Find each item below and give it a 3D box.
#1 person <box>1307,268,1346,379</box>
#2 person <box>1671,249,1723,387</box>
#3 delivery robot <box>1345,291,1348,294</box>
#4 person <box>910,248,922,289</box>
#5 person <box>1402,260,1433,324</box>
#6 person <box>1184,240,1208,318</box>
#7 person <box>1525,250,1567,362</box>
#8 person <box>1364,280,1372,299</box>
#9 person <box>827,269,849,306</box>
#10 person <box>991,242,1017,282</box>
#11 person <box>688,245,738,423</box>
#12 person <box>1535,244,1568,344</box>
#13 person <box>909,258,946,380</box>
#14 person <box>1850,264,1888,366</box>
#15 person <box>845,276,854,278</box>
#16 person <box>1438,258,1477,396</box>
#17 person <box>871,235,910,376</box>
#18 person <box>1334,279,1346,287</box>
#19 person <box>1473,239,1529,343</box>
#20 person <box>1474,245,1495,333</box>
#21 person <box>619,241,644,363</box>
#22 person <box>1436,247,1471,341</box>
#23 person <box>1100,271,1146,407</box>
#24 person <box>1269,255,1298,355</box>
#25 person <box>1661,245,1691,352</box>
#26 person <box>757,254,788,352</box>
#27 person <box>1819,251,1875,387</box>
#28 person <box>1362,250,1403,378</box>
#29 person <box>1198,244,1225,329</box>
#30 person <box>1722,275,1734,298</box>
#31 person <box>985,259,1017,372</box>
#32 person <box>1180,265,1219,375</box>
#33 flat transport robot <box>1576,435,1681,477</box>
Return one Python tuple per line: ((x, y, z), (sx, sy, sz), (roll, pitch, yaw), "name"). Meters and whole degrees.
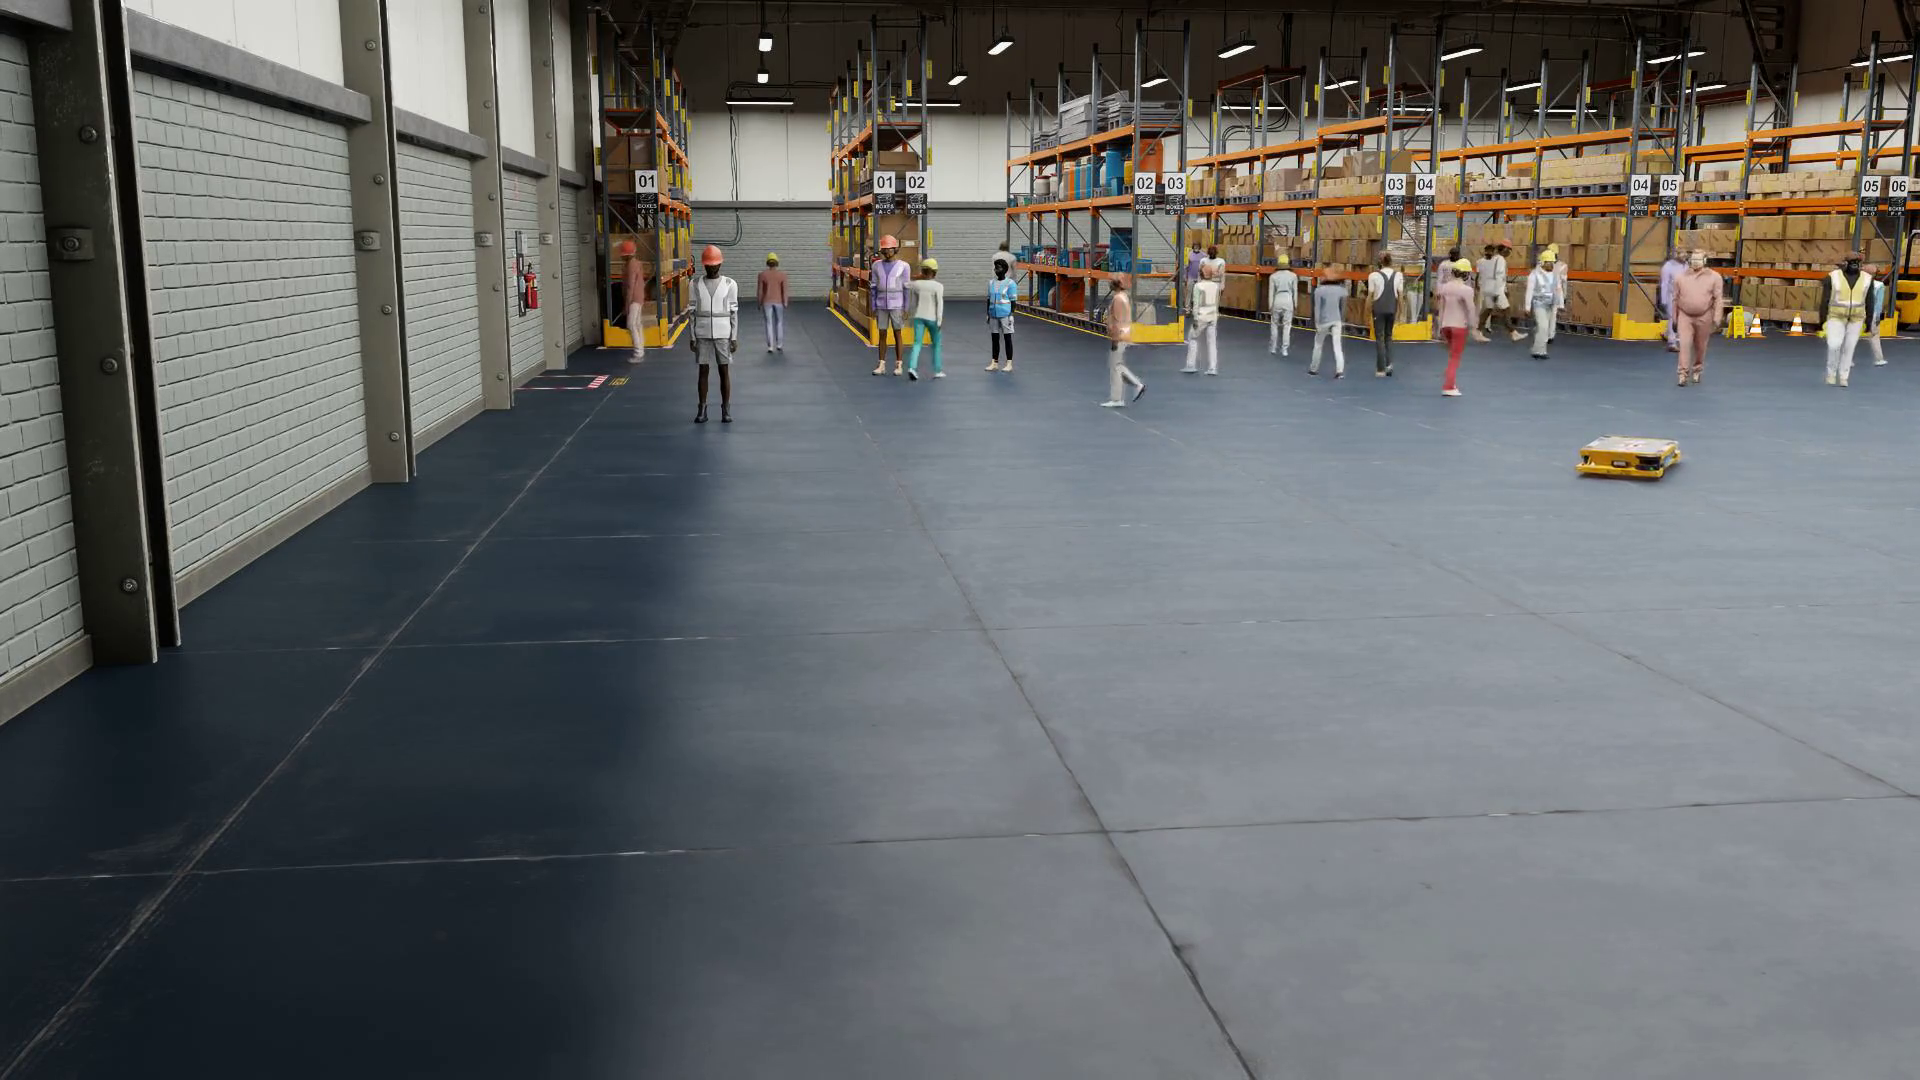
((5.308, -3.107, 23.905), (0.507, 1.582, 0.889), (-2, 11, -11), "person")
((10.118, -3.056, 22.855), (0.653, 1.867, 0.971), (5, 11, 25), "person")
((11.685, -7.274, 49.288), (0.707, 0.478, 0.477), (-8, 13, -38), "delivery robot")
((-1.169, -6.671, 42.561), (0.549, 1.903, 0.630), (0, 10, -2), "person")
((9.656, -5.273, 35.192), (0.634, 1.800, 0.954), (0, 10, -1), "person")
((5.901, -6.531, 41.696), (0.627, 1.935, 0.373), (-1, 10, -4), "person")
((9.595, -3.813, 27.129), (0.615, 1.799, 0.737), (-5, 12, -27), "person")
((10.900, -6.870, 43.756), (0.598, 1.870, 1.030), (0, 10, 2), "person")
((-3.435, -7.676, 48.138), (0.981, 1.883, 0.572), (-5, 11, -24), "person")
((1.105, -6.567, 42.011), (0.652, 1.883, 1.038), (-1, 10, -3), "person")
((-2.698, -2.242, 18.185), (0.543, 1.933, 0.364), (-1, 10, -4), "person")
((11.212, -4.666, 31.621), (0.607, 1.873, 1.014), (4, 11, 19), "person")
((-0.485, -3.144, 23.687), (0.535, 1.729, 0.870), (4, 11, 22), "person")
((14.251, -3.516, 26.091), (0.784, 1.596, 0.536), (-5, 12, -27), "person")
((-3.340, -7.679, 48.255), (0.751, 1.833, 0.656), (0, 10, -1), "person")
((6.381, -2.706, 21.227), (0.547, 1.747, 0.545), (-5, 12, -27), "person")
((-1.030, -3.426, 24.366), (0.605, 2.045, 0.381), (3, 11, 16), "person")
((9.979, -6.921, 44.060), (0.517, 1.854, 0.649), (1, 10, 7), "person")
((10.409, -4.782, 31.982), (0.998, 1.973, 0.609), (0, 10, 1), "person")
((11.182, -5.331, 35.307), (0.519, 1.865, 0.331), (0, 10, 1), "person")
((-5.309, -3.862, 27.033), (0.362, 1.961, 0.775), (-1, 10, -3), "person")
((9.600, -4.779, 32.363), (0.654, 1.829, 0.460), (3, 11, 14), "person")
((1.933, -2.383, 19.805), (0.430, 1.626, 0.517), (2, 11, 11), "person")
((5.579, -4.060, 28.778), (0.505, 1.709, 0.847), (1, 10, 7), "person")
((12.647, -4.263, 29.382), (0.660, 1.886, 0.544), (-4, 11, -19), "person")
((-3.332, -4.207, 29.544), (0.545, 1.717, 0.932), (-1, 10, -8), "person")
((11.990, -2.976, 22.485), (0.658, 1.827, 0.481), (3, 11, 14), "person")
((6.113, -3.266, 24.076), (0.526, 1.821, 0.546), (-2, 10, -9), "person")
((5.503, -5.547, 36.493), (0.587, 1.868, 0.524), (2, 11, 12), "person")
((20.827, -7.093, 44.827), (0.589, 1.922, 0.389), (-5, 12, -26), "person")
((0.613, -3.377, 25.053), (0.535, 1.697, 0.318), (7, 13, 35), "person")
((3.542, -3.240, 24.516), (0.536, 1.613, 0.689), (-7, 13, -35), "person")
((5.841, -0.738, 14.491), (0.652, 0.197, 1.431), (6, 12, 29), "flat transport robot")
